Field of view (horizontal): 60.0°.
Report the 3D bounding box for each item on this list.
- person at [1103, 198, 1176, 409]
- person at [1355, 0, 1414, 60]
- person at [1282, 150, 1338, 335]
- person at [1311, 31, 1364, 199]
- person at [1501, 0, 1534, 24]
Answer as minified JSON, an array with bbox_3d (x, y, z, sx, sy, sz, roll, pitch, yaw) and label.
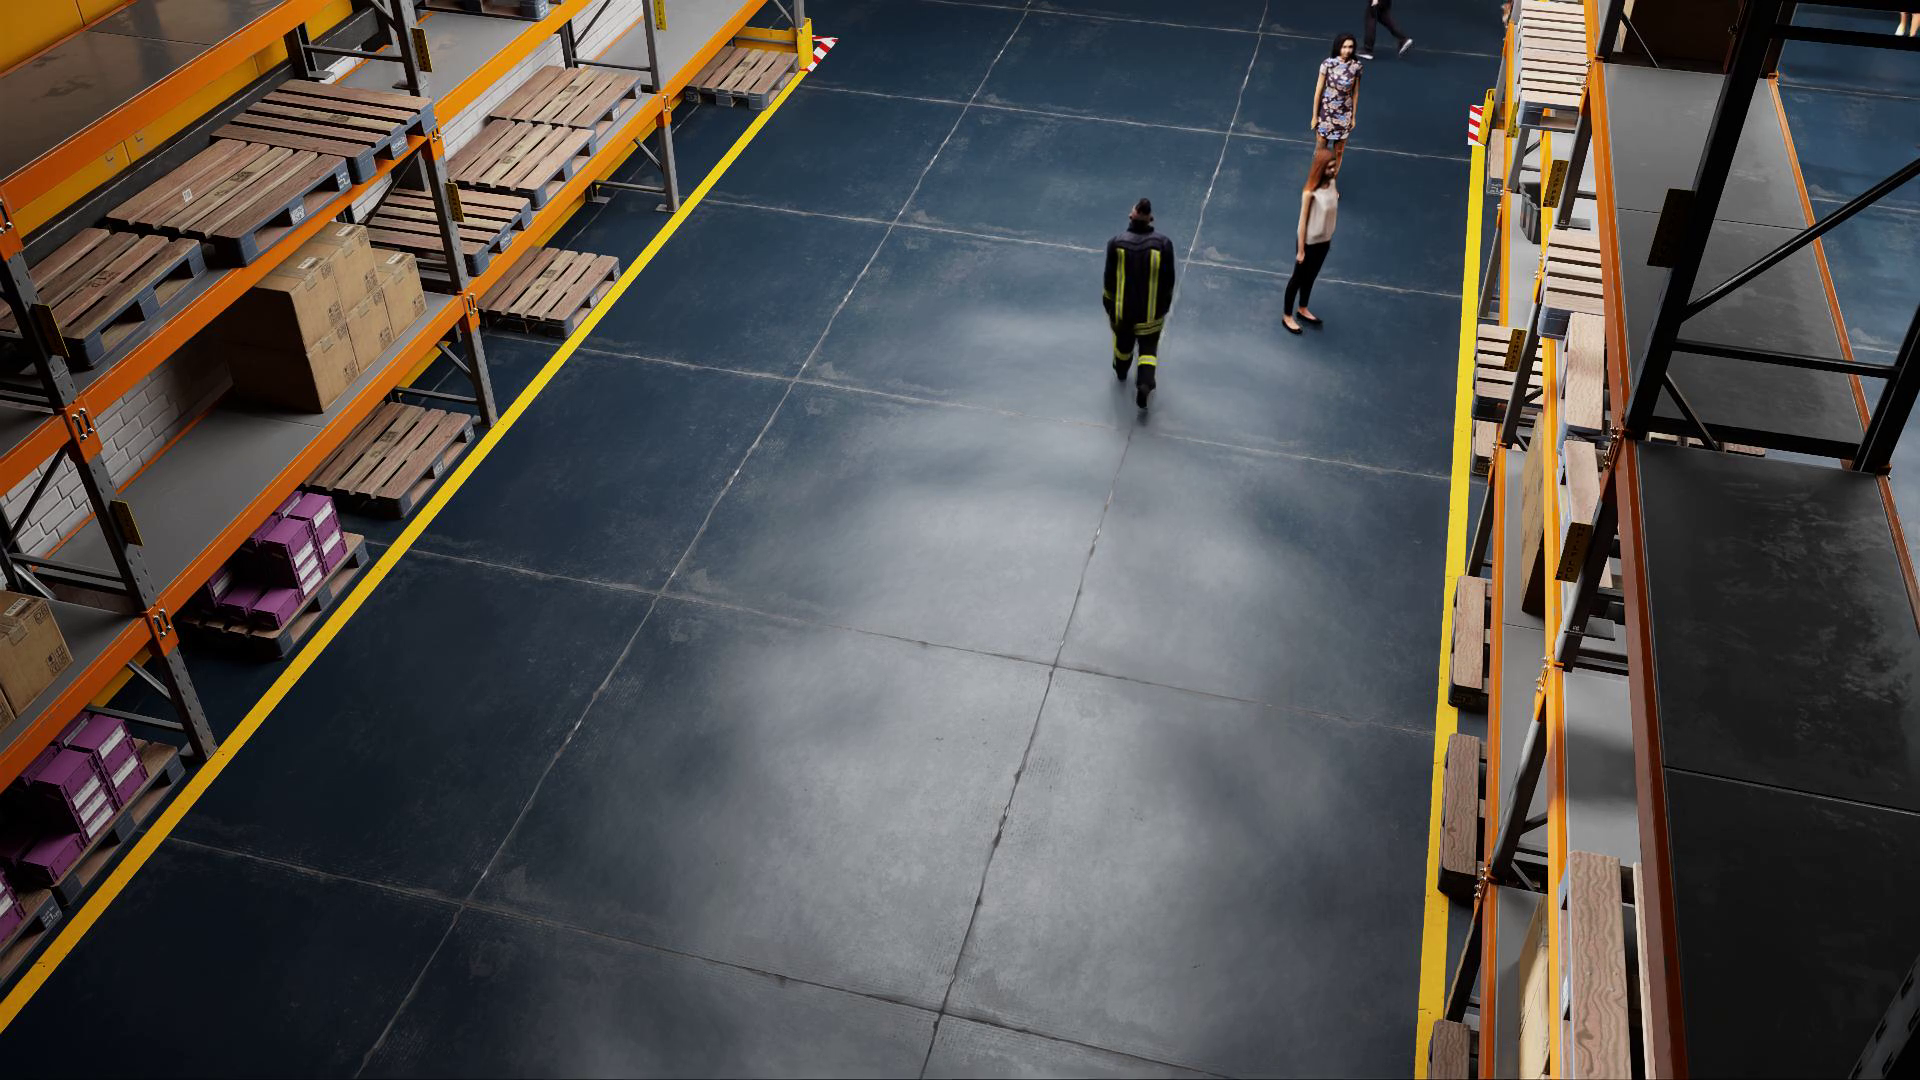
[{"bbox_3d":[1.481,-1.976,13.869,0.842,1.829,1.101,4,39,5],"label":"person"},{"bbox_3d":[5.082,-6.489,19.601,0.847,1.729,0.938,24,44,27],"label":"person"},{"bbox_3d":[3.136,-2.674,14.829,0.609,1.721,0.715,-29,47,-31],"label":"person"},{"bbox_3d":[3.803,-4.301,16.858,0.654,1.733,0.594,0,39,0],"label":"person"},{"bbox_3d":[6.899,-6.958,20.130,0.942,1.801,1.172,-10,40,-12],"label":"person"}]
